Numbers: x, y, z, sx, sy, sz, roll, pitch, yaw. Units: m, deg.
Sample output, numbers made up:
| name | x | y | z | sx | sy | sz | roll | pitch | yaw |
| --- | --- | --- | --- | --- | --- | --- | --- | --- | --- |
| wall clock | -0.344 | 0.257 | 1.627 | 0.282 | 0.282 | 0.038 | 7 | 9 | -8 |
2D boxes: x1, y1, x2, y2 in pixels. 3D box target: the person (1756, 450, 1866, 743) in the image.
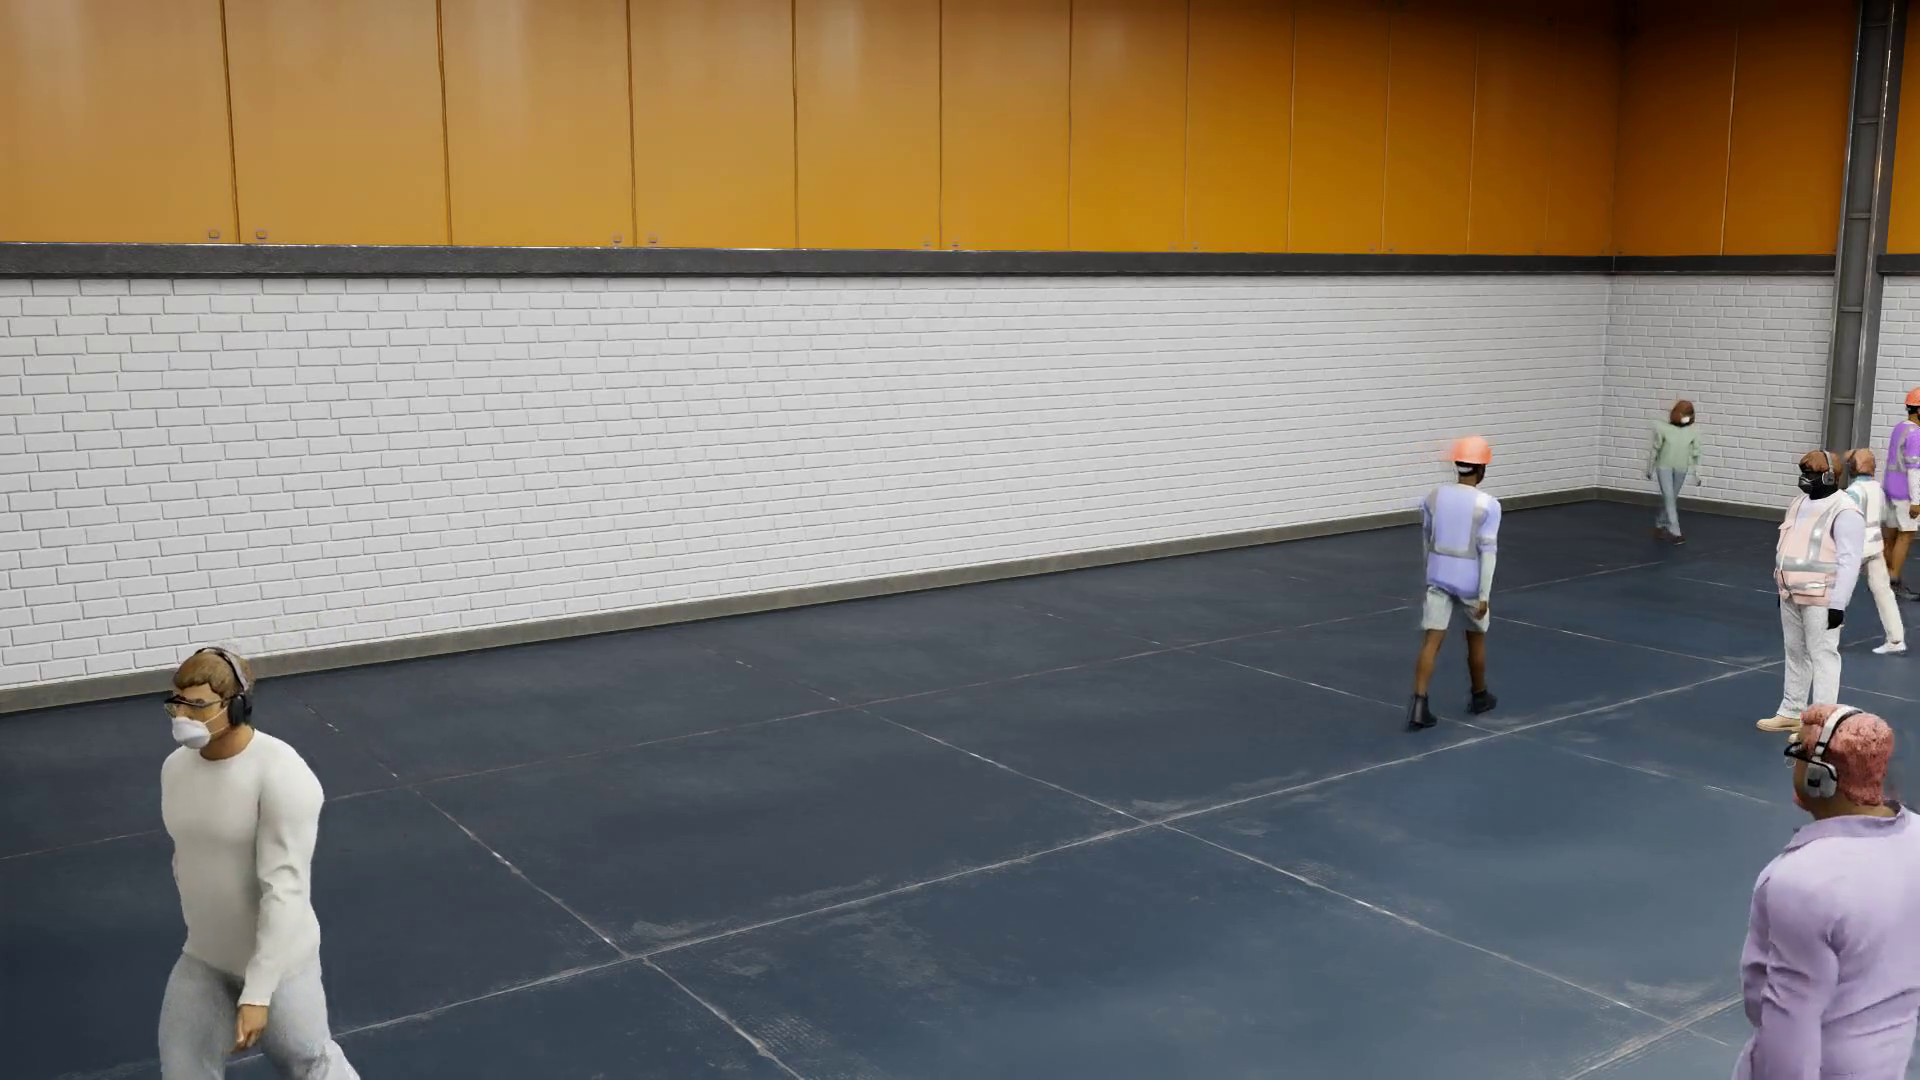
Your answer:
| name | x | y | z | sx | sy | sz | roll | pitch | yaw |
| --- | --- | --- | --- | --- | --- | --- | --- | --- | --- |
| person | 5.325 | 0.354 | 10.414 | 0.429 | 1.843 | 0.633 | -1 | 9 | -6 |

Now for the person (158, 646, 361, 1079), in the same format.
| name | x | y | z | sx | sy | sz | roll | pitch | yaw |
| --- | --- | --- | --- | --- | --- | --- | --- | --- | --- |
| person | -2.137 | 1.244 | 4.826 | 0.632 | 1.881 | 0.998 | 4 | 10 | 23 |

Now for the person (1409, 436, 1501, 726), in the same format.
| name | x | y | z | sx | sy | sz | roll | pitch | yaw |
| --- | --- | --- | --- | --- | --- | --- | --- | --- | --- |
| person | 3.235 | 0.266 | 10.834 | 0.562 | 1.896 | 0.982 | 8 | 12 | 39 |

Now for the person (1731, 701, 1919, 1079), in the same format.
| name | x | y | z | sx | sy | sz | roll | pitch | yaw |
| --- | --- | --- | --- | --- | --- | --- | --- | --- | --- |
| person | 2.253 | 1.343 | 4.222 | 0.645 | 1.883 | 0.866 | -5 | 10 | -27 |

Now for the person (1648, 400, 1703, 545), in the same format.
| name | x | y | z | sx | sy | sz | roll | pitch | yaw |
| --- | --- | --- | --- | --- | --- | --- | --- | --- | --- |
| person | 7.753 | -0.748 | 18.062 | 0.503 | 1.560 | 0.927 | 0 | 9 | 3 |

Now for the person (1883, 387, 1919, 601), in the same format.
| name | x | y | z | sx | sy | sz | roll | pitch | yaw |
| --- | --- | --- | --- | --- | --- | --- | --- | --- | --- |
| person | 8.517 | -0.417 | 14.926 | 0.397 | 1.927 | 0.549 | 2 | 9 | 13 |

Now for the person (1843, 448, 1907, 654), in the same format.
| name | x | y | z | sx | sy | sz | roll | pitch | yaw |
| --- | --- | --- | --- | --- | --- | --- | --- | --- | --- |
| person | 6.958 | 0.079 | 12.907 | 0.511 | 1.579 | 0.929 | -6 | 11 | -34 |
